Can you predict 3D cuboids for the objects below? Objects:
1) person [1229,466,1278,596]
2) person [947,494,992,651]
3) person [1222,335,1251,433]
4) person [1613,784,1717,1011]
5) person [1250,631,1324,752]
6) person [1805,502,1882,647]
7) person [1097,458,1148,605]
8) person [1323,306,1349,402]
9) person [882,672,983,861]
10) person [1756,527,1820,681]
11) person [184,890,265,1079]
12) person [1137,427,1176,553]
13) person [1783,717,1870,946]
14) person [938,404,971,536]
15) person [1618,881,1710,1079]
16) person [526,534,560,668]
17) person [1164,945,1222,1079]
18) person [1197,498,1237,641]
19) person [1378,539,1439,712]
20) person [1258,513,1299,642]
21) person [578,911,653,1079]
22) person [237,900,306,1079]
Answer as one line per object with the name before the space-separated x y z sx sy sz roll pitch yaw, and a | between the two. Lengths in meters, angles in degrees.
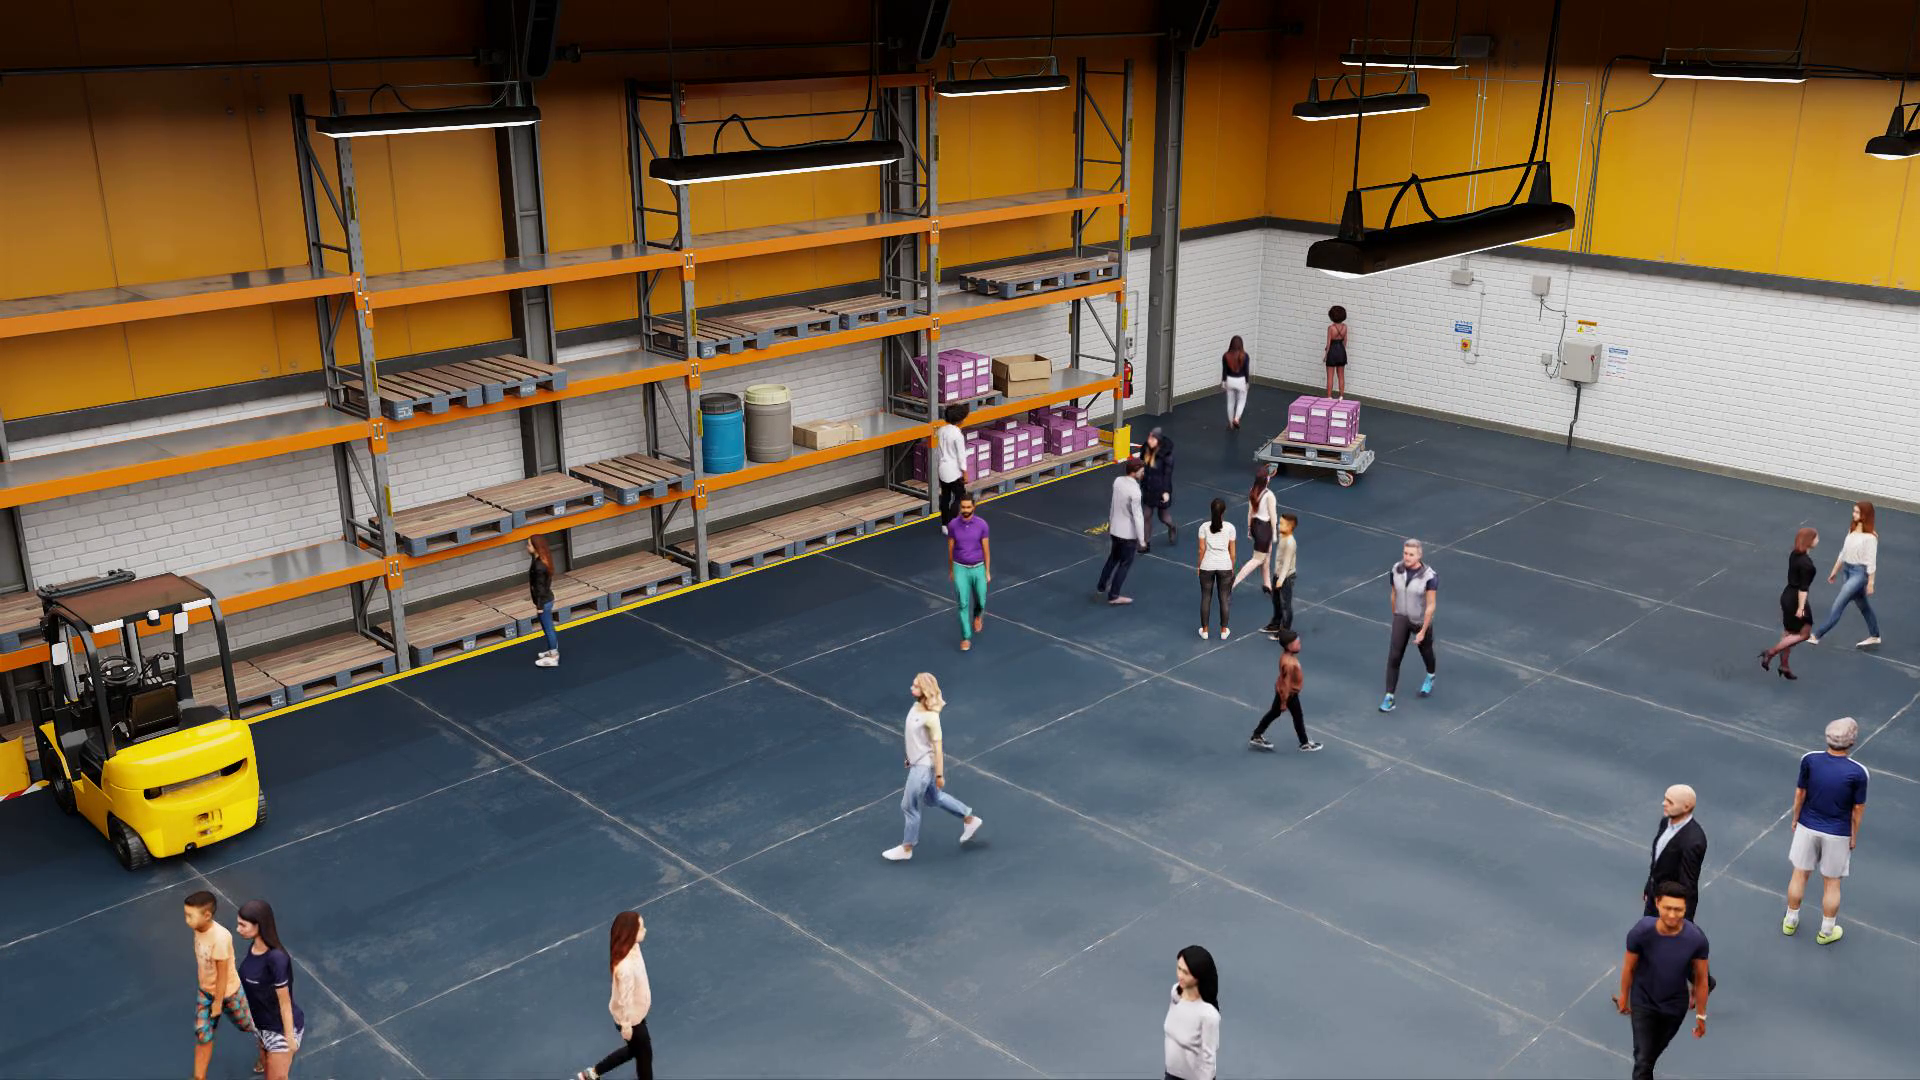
person | 3.522 -0.046 19.793 1.056 1.619 0.727 -11 21 -29
person | 0.109 0.316 18.502 0.955 1.757 1.035 1 19 4
person | 4.515 -2.539 27.232 0.718 1.596 0.745 5 19 15
person | 5.117 2.554 11.811 1.042 1.785 0.984 0 19 0
person | 3.061 1.464 15.927 0.937 1.224 0.913 2 19 5
person | 9.953 0.425 18.304 1.159 1.676 1.141 1 19 3
person | 1.894 -0.096 19.646 0.732 1.808 0.885 -15 24 -38
person | 6.511 -3.166 28.795 0.623 1.787 0.716 -6 19 -16
person | -0.205 1.888 13.929 1.215 1.696 0.988 -5 19 -16
person | 8.715 0.682 17.514 0.848 1.694 0.793 2 19 5
person | -4.860 2.976 11.119 0.691 1.428 1.022 11 21 29
person | 2.586 -0.652 21.533 0.742 1.656 1.023 14 23 36
person | 6.627 2.218 12.748 0.645 1.823 0.566 15 24 38
person | -0.117 -0.943 22.170 0.703 1.803 0.623 16 25 40
person | 4.498 2.951 10.701 1.038 1.742 1.229 5 19 13
person | -4.487 0.637 17.981 0.655 1.481 0.626 -4 19 -11
person | 1.471 3.207 10.036 1.064 1.681 0.777 -11 21 -29
person | 2.876 0.316 18.673 0.657 1.646 0.700 2 19 6
person | 4.648 0.837 16.929 0.841 1.773 1.328 13 22 33
person | 3.686 0.404 18.703 0.712 1.461 0.670 -3 19 -9
person | -2.191 3.075 10.765 0.962 1.466 0.865 -2 19 -7
person | -4.203 3.026 10.460 0.793 1.752 0.623 -14 23 -36
